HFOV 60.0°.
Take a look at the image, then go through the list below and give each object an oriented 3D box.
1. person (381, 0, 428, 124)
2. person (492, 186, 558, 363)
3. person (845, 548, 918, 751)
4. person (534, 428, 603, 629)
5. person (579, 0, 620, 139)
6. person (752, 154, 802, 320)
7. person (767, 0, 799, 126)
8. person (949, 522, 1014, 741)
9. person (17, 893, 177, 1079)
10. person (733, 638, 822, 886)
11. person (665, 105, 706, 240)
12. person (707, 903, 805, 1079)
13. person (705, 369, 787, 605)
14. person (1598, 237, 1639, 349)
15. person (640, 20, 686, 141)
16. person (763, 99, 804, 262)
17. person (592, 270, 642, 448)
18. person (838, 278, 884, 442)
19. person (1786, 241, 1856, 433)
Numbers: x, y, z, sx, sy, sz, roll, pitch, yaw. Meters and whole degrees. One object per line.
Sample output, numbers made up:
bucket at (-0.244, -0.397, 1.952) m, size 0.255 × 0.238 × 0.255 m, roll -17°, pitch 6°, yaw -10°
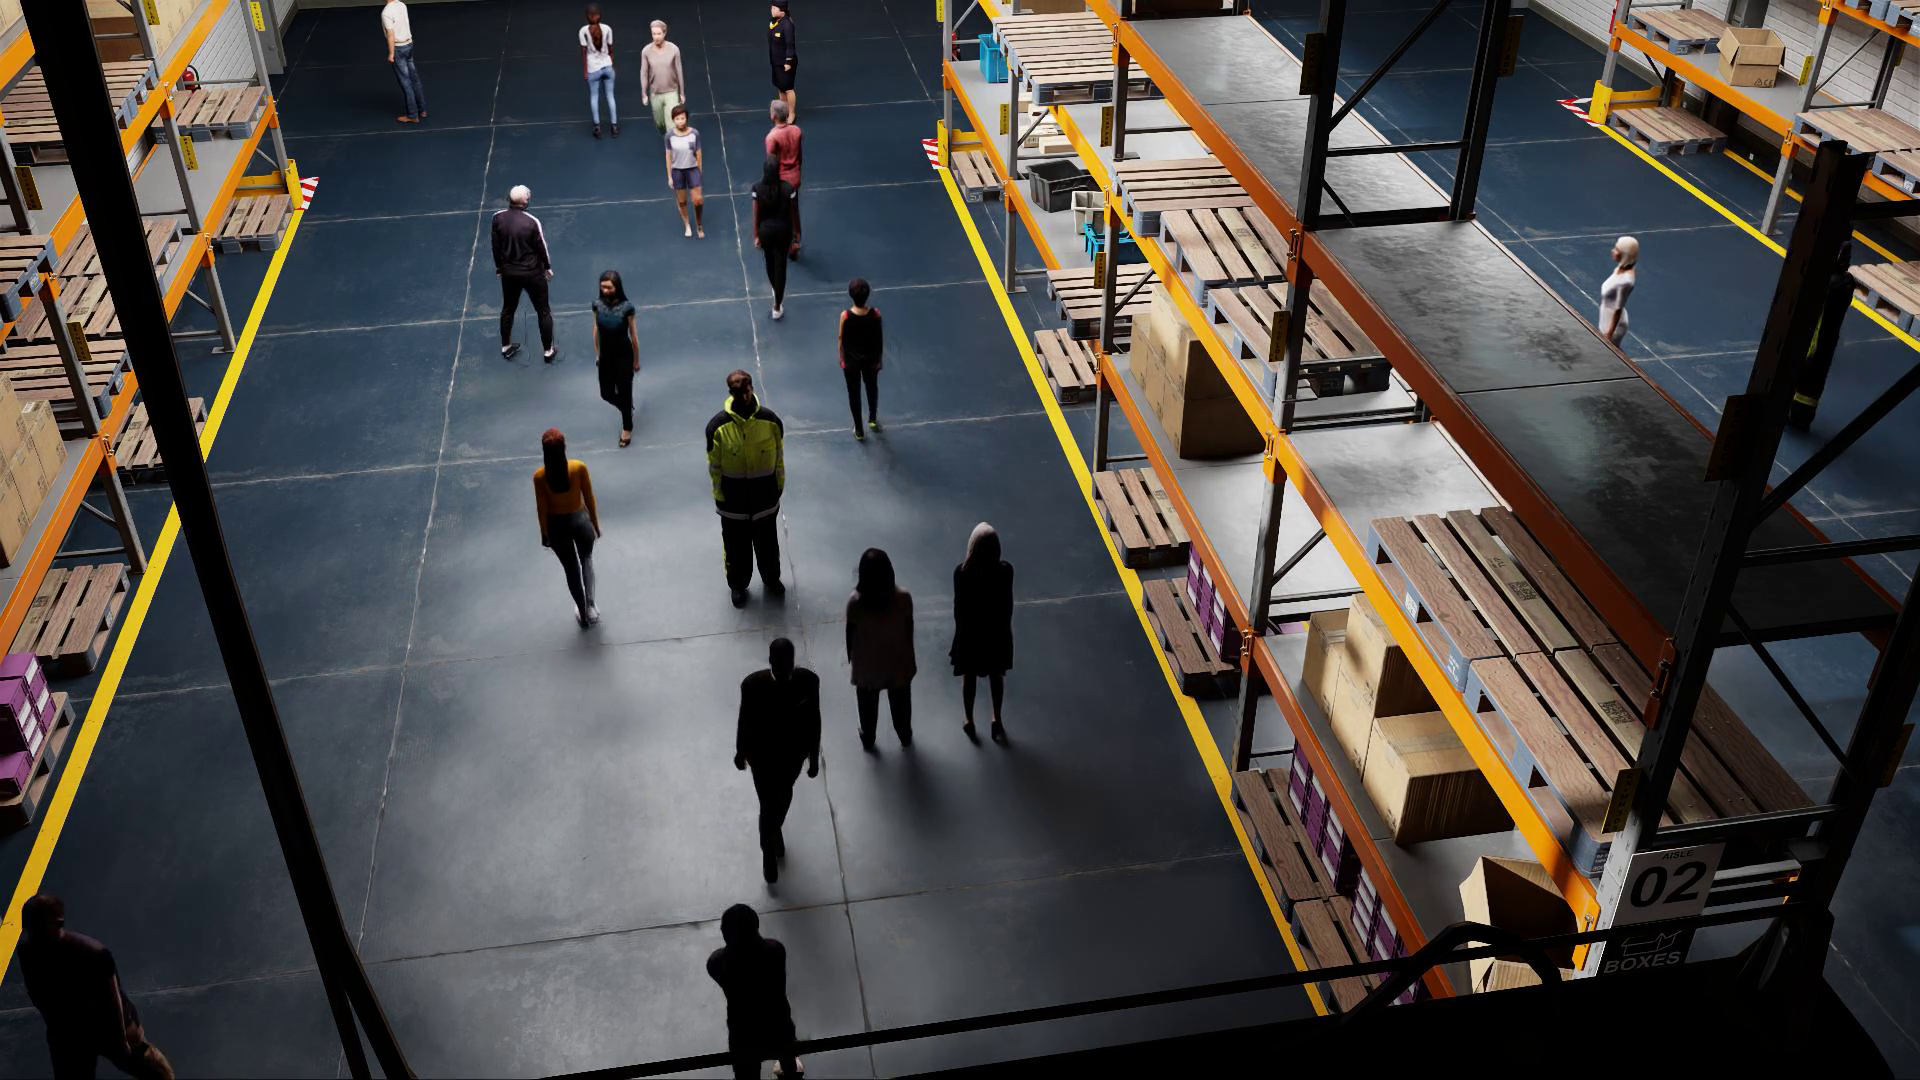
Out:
person at (-7.424, -6.513, 22.137) m, size 0.808 × 1.856 × 0.665 m, roll 9°, pitch 35°, yaw 13°
person at (-4.243, -2.568, 16.242) m, size 0.828 × 1.811 × 0.746 m, roll 0°, pitch 34°, yaw 0°
person at (-0.546, 0.769, 11.407) m, size 0.637 × 1.606 × 0.634 m, roll -4°, pitch 34°, yaw -6°
person at (-2.907, -0.035, 12.492) m, size 0.664 × 1.744 × 0.674 m, roll -12°, pitch 36°, yaw -18°
person at (-4.680, -6.088, 21.628) m, size 0.652 × 1.712 × 0.654 m, roll -15°, pitch 36°, yaw -21°
person at (-1.905, -3.096, 17.135) m, size 0.737 × 1.702 × 1.018 m, roll 1°, pitch 34°, yaw 1°
person at (-2.339, -6.342, 22.047) m, size 0.849 × 1.671 × 0.722 m, roll -21°, pitch 39°, yaw -29°
person at (0.163, 0.638, 11.480) m, size 0.627 × 1.744 × 0.589 m, roll -2°, pitch 34°, yaw -3°
person at (-4.467, 2.454, 8.694) m, size 0.921 × 1.803 × 1.173 m, roll 5°, pitch 34°, yaw 8°
person at (-1.165, 1.275, 10.492) m, size 0.772 × 1.777 × 0.808 m, roll -8°, pitch 34°, yaw -12°
person at (-3.146, -4.226, 18.975) m, size 0.555 × 1.548 × 0.557 m, roll -5°, pitch 34°, yaw -7°
person at (-1.004, 2.631, 8.581) m, size 0.636 × 1.635 × 1.067 m, roll -3°, pitch 34°, yaw -5°
person at (-1.637, -0.432, 12.874) m, size 0.817 × 1.983 × 0.717 m, roll -12°, pitch 36°, yaw -18°
person at (6.055, -1.994, 15.437) m, size 0.693 × 1.747 × 0.569 m, roll 7°, pitch 34°, yaw 10°
person at (-3.672, -5.549, 20.695) m, size 0.799 × 1.848 × 1.238 m, roll -1°, pitch 34°, yaw -1°
person at (-1.874, -3.891, 18.228) m, size 0.936 × 1.816 × 0.885 m, roll 28°, pitch 43°, yaw 35°
person at (-3.053, -1.667, 14.963) m, size 0.703 × 1.726 × 0.761 m, roll 6°, pitch 34°, yaw 9°
person at (-0.885, -1.608, 15.045) m, size 0.568 × 1.538 × 0.594 m, roll -9°, pitch 35°, yaw -13°
person at (7.777, -1.812, 15.071) m, size 0.810 × 1.848 × 0.787 m, roll -9°, pitch 35°, yaw -14°
